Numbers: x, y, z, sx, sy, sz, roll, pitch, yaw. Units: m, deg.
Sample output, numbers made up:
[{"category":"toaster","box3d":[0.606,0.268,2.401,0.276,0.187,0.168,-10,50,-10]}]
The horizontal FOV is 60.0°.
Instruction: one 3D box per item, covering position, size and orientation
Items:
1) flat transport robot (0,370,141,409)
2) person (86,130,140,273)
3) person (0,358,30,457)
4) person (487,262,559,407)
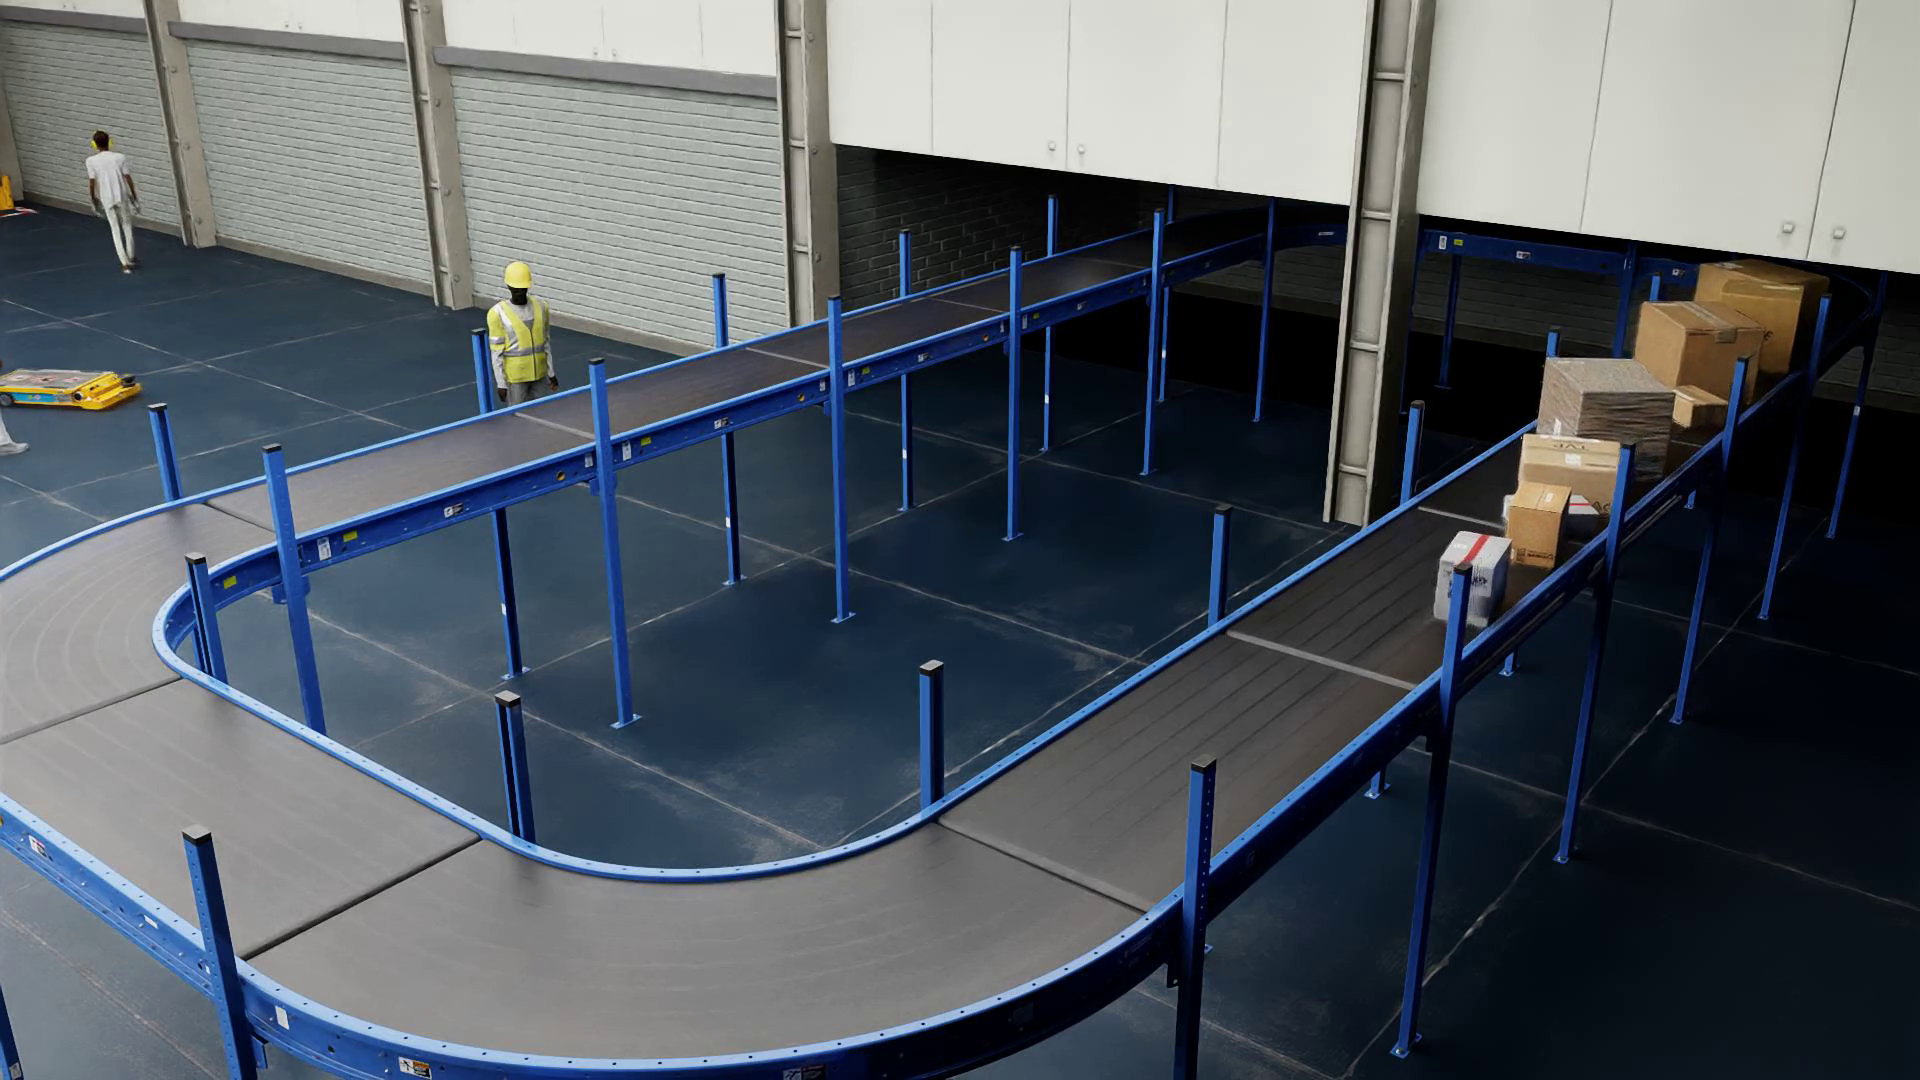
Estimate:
[{"category":"flat transport robot","box3d":[-9.066,-1.522,16.653,1.431,0.197,0.652,3,22,7]},{"category":"person","box3d":[-11.313,-4.541,22.224,0.549,1.830,0.887,-14,26,-32]},{"category":"person","box3d":[-8.800,-1.705,14.864,0.605,1.949,0.400,12,25,29]},{"category":"person","box3d":[-3.691,-1.417,14.161,0.359,1.924,0.594,17,27,37]}]
